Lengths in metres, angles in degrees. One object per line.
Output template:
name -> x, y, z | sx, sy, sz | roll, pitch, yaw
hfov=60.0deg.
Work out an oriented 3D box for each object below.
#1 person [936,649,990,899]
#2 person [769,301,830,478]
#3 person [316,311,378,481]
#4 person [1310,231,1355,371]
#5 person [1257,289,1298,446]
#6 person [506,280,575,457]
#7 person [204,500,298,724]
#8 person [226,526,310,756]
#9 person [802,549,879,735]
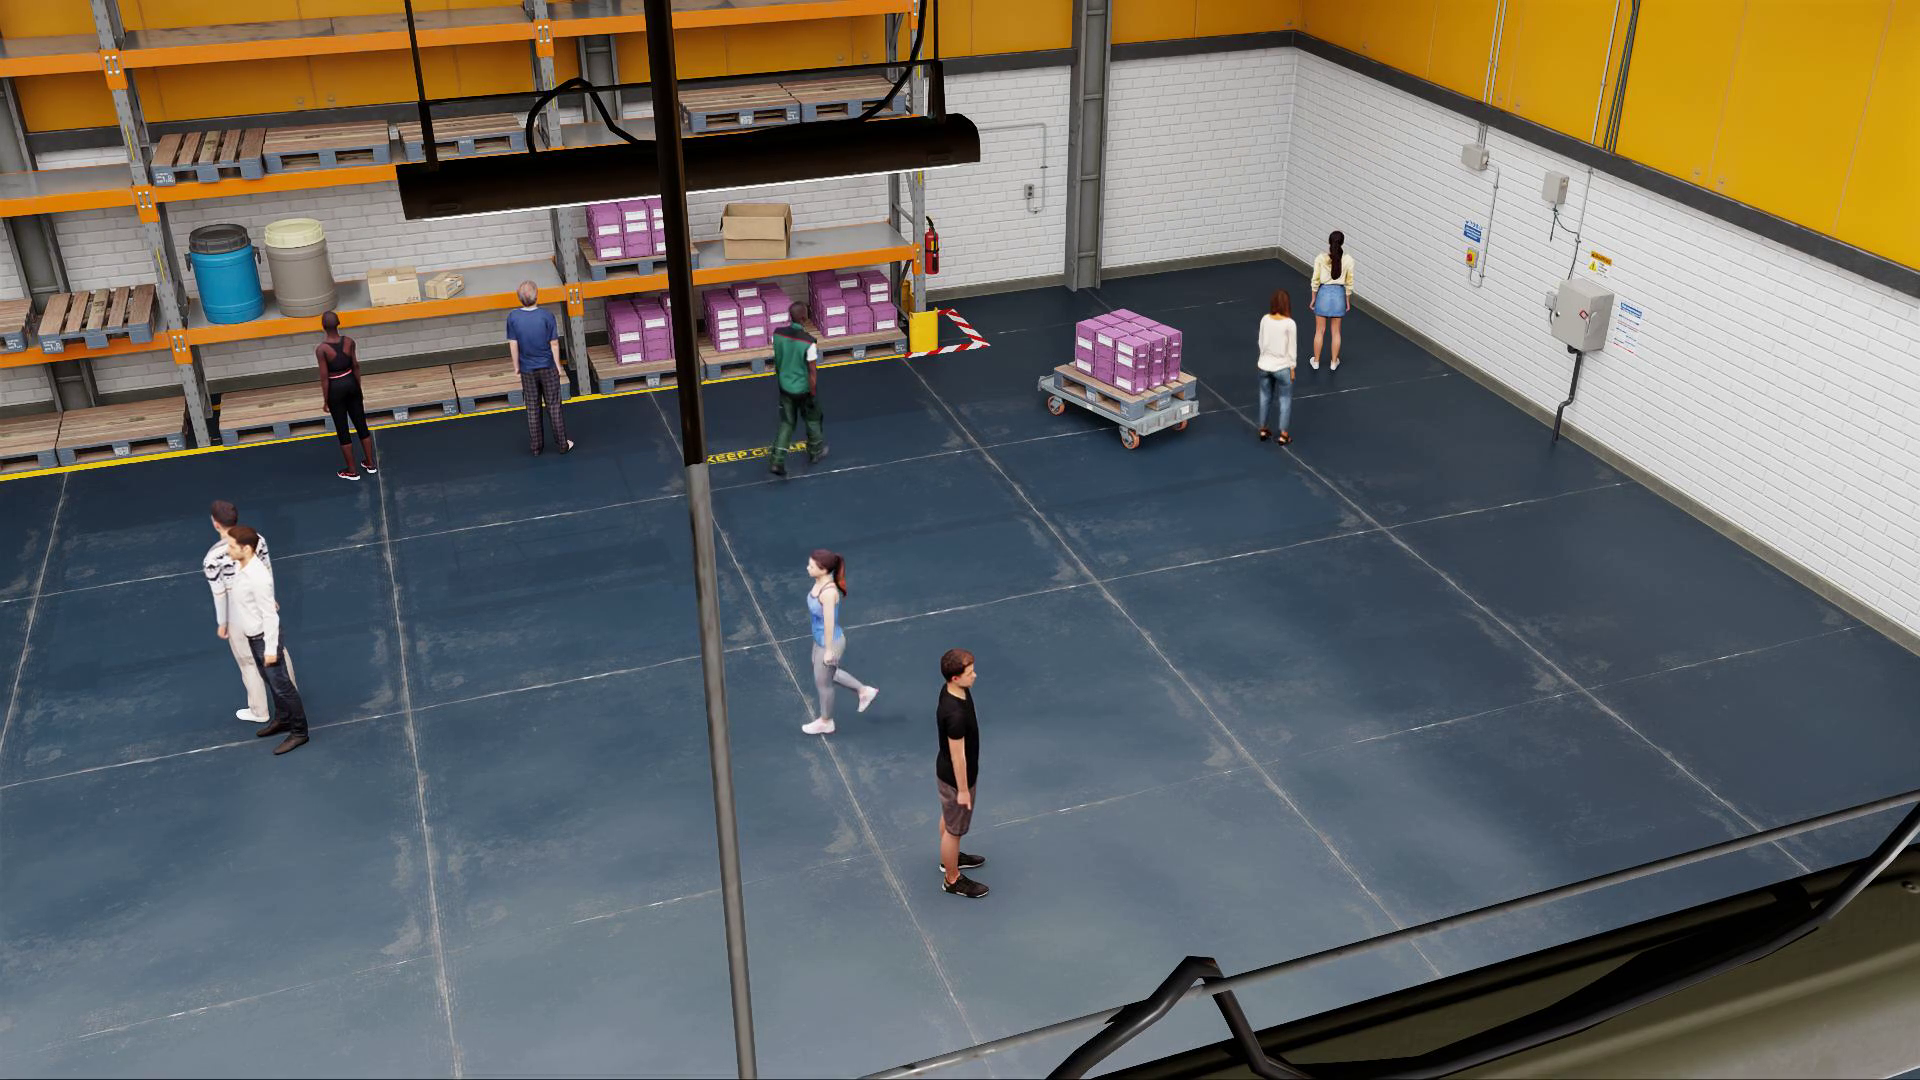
person -> -0.023, 1.512, 11.042 | 0.691, 1.862, 0.750 | -1, 29, -2
person -> -1.673, -1.472, 16.568 | 1.171, 1.809, 1.244 | 13, 31, 23
person -> -6.145, -1.454, 16.587 | 0.734, 1.758, 0.625 | 22, 36, 34
person -> 4.254, -2.758, 19.112 | 0.643, 1.630, 0.780 | 4, 29, 7
person -> 3.249, -1.786, 17.282 | 0.724, 1.676, 0.736 | -25, 37, -38
person -> -4.317, -1.761, 17.033 | 0.584, 1.871, 0.775 | -2, 29, -4
person -> -5.486, 0.541, 12.823 | 0.823, 1.861, 0.736 | 16, 32, 27
person -> -5.217, 0.721, 12.483 | 0.668, 1.871, 0.720 | -22, 36, -35
person -> -0.941, 0.771, 12.675 | 0.878, 1.599, 0.650 | -5, 29, -9
